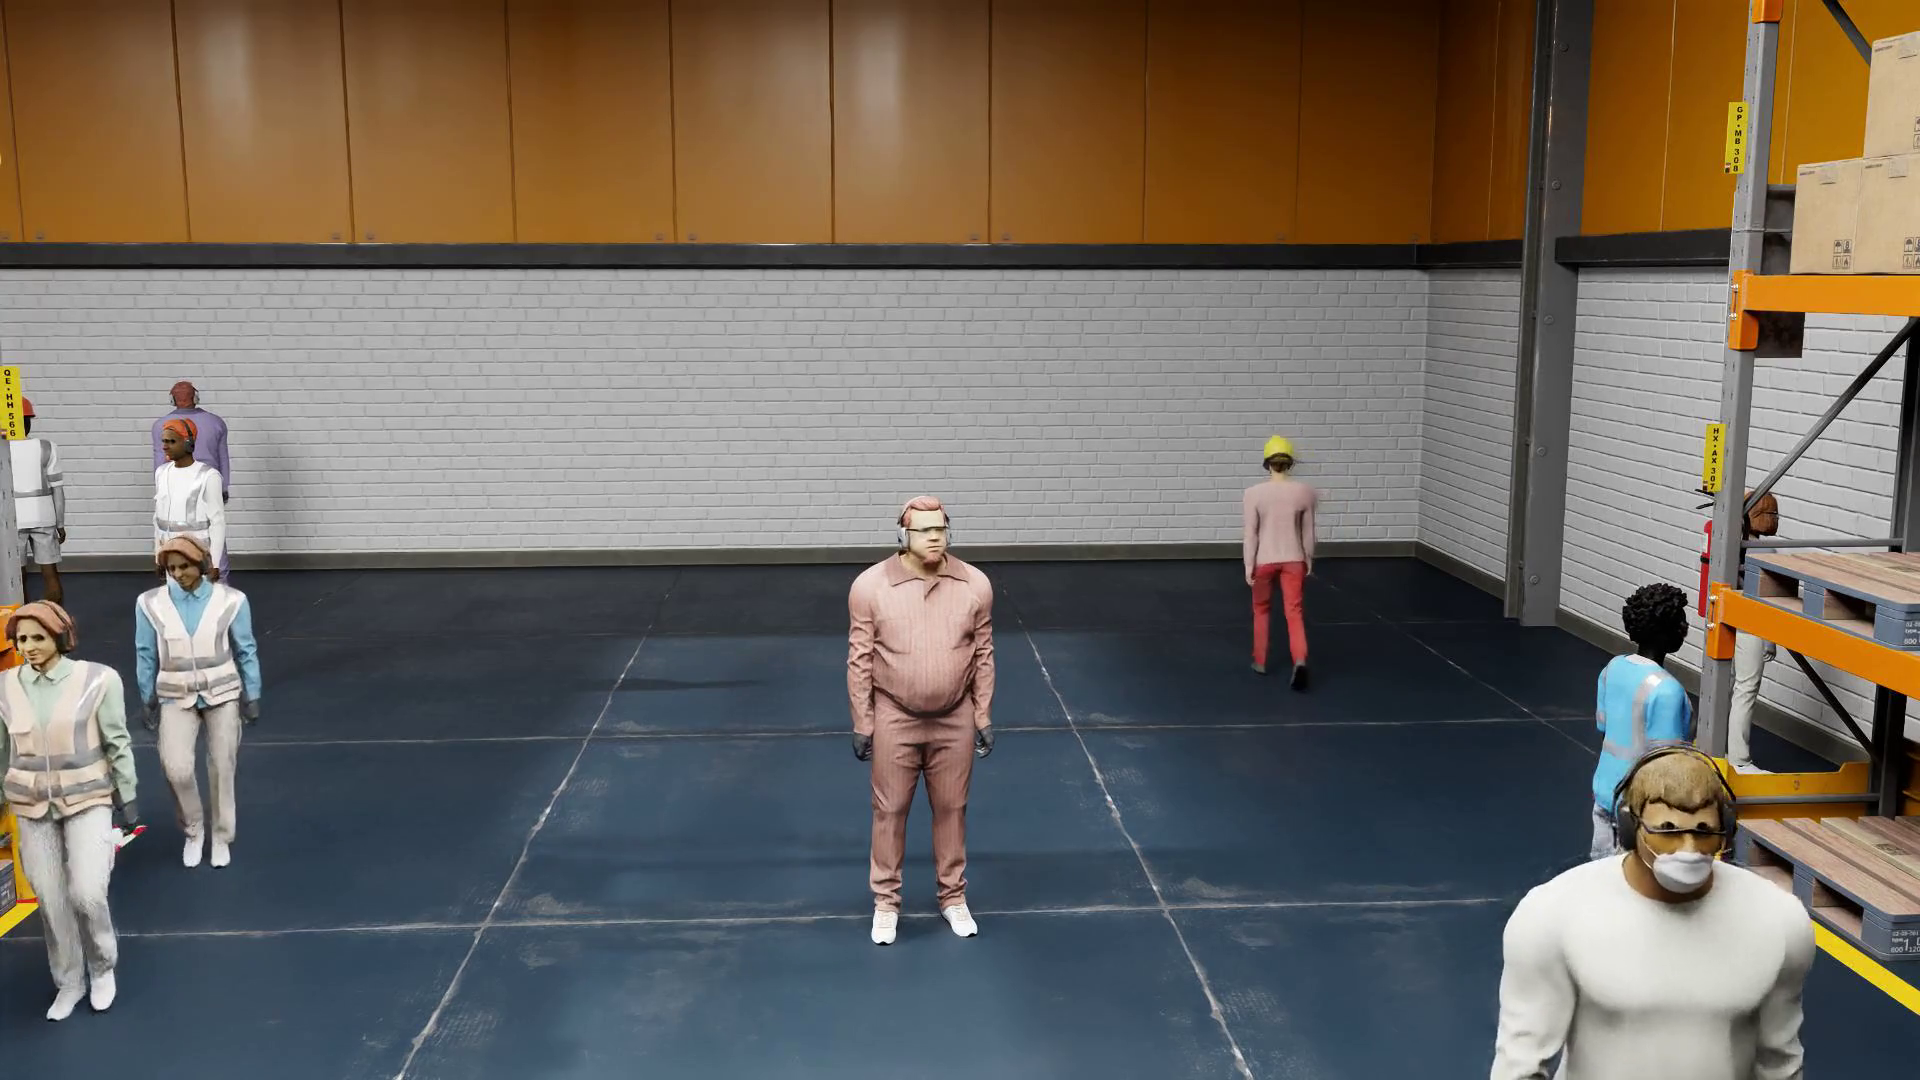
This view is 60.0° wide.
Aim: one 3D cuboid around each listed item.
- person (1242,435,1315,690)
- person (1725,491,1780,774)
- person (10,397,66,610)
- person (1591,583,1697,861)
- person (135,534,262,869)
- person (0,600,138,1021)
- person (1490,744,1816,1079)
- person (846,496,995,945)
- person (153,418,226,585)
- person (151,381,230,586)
[{"bbox_3d":[2.213,0.145,11.510,0.527,1.740,0.819,0,9,-1],"label":"person"},{"bbox_3d":[4.446,0.526,9.427,0.266,1.631,0.507,-2,9,-9],"label":"person"},{"bbox_3d":[-7.107,-0.137,12.654,0.546,1.934,0.376,-6,11,-33],"label":"person"},{"bbox_3d":[2.566,0.999,6.258,0.319,1.697,0.533,-1,9,-4],"label":"person"},{"bbox_3d":[-3.596,0.772,7.883,0.546,1.619,0.395,-3,10,-21],"label":"person"},{"bbox_3d":[-3.414,1.030,6.292,0.538,1.623,0.385,-2,9,-9],"label":"person"},{"bbox_3d":[1.438,1.348,3.493,0.655,1.881,1.033,1,9,8],"label":"person"},{"bbox_3d":[-0.156,0.761,7.084,0.647,1.913,0.409,-2,9,-13],"label":"person"},{"bbox_3d":[-5.178,0.126,11.163,0.576,1.882,0.355,4,10,22],"label":"person"},{"bbox_3d":[-6.812,-0.455,14.746,0.642,1.905,0.399,-8,12,-42],"label":"person"}]
